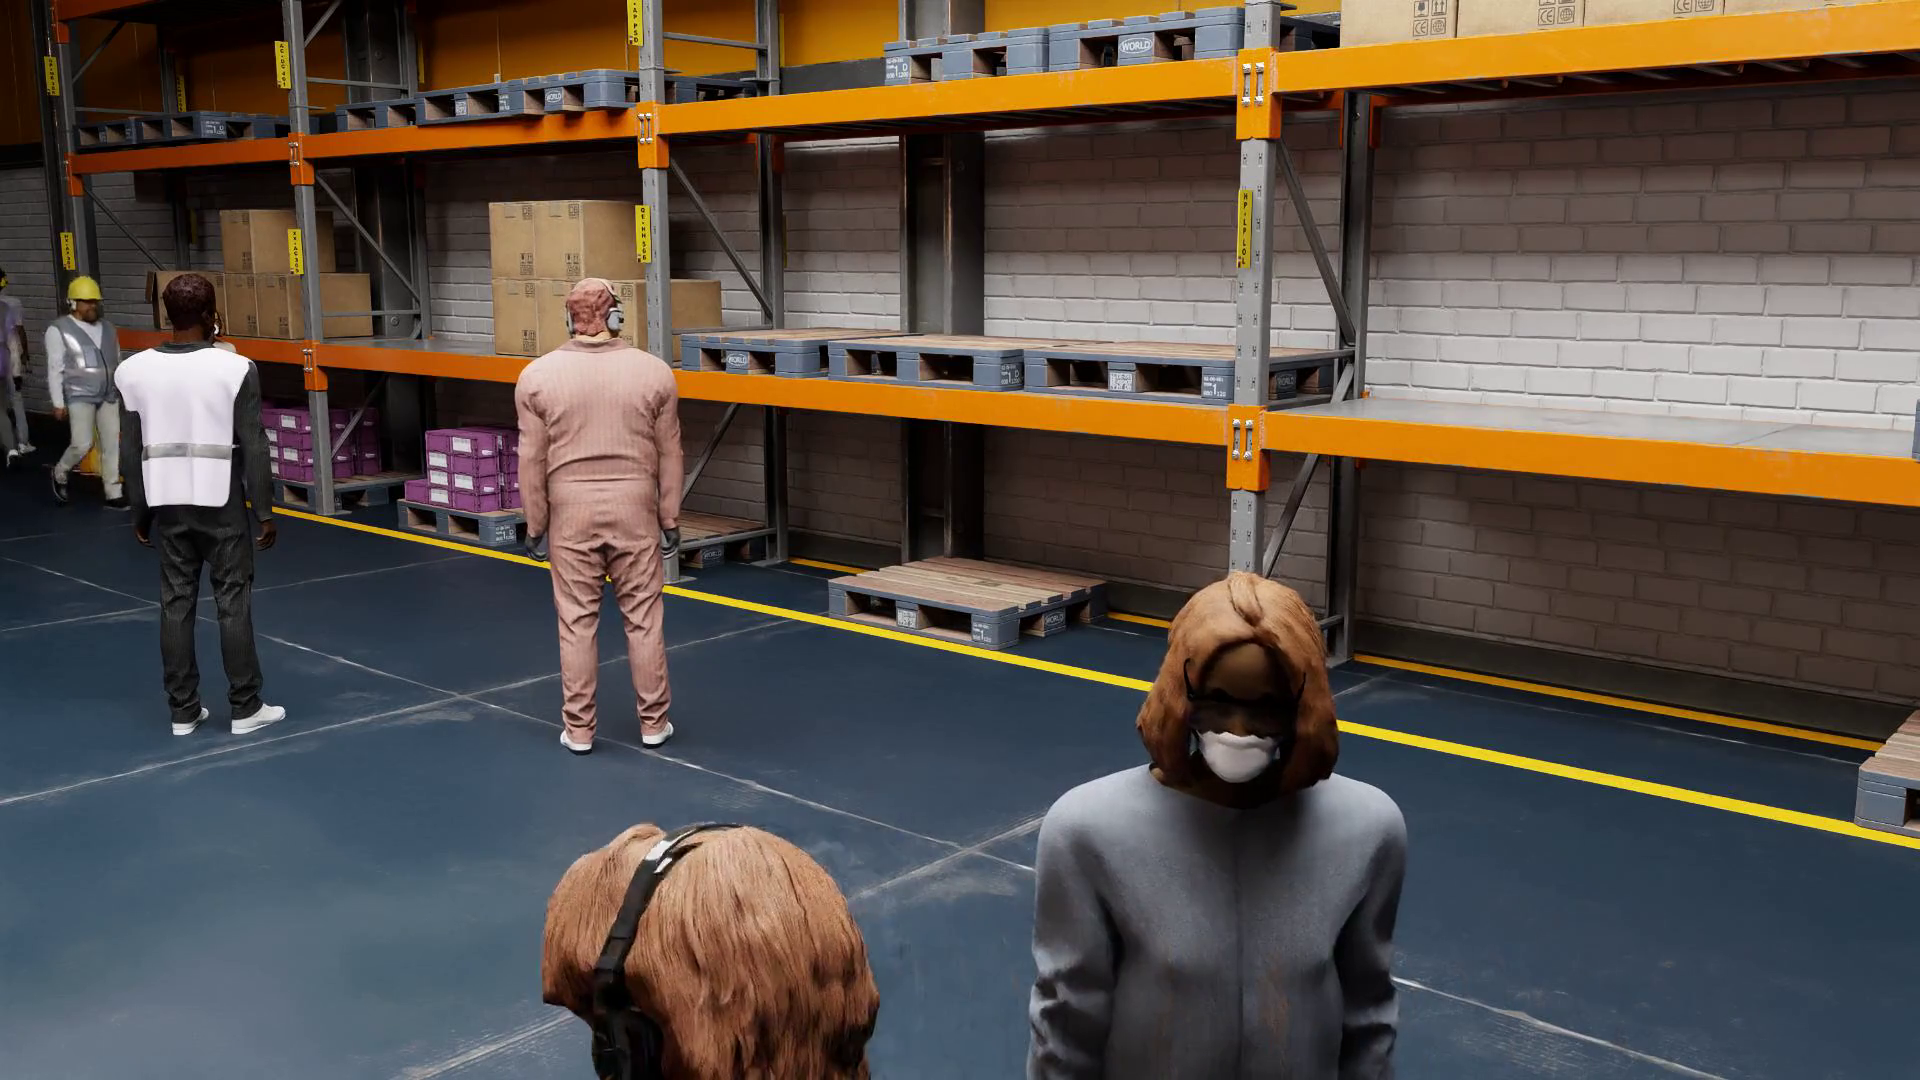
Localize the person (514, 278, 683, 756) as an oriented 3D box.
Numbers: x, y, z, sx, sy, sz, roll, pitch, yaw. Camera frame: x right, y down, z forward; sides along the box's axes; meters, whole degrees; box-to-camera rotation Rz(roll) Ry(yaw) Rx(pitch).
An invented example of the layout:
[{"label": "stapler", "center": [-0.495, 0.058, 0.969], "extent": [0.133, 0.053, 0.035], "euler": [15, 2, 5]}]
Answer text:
[{"label": "person", "center": [-1.435, -0.089, 6.680], "extent": [0.643, 1.905, 0.399], "euler": [-2, 10, -13]}]

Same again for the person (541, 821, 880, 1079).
[{"label": "person", "center": [-0.141, 1.002, 1.227], "extent": [0.371, 1.621, 0.537], "euler": [0, 10, -2]}]

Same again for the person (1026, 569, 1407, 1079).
[{"label": "person", "center": [0.331, 0.840, 2.157], "extent": [0.497, 1.633, 0.279], "euler": [-2, 10, -9]}]

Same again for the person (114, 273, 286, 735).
[{"label": "person", "center": [-3.155, -0.136, 6.903], "extent": [0.595, 1.917, 0.373], "euler": [0, 10, 0]}]

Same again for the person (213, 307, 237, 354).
[{"label": "person", "center": [-5.467, -0.906, 12.124], "extent": [0.277, 1.629, 0.497], "euler": [7, 12, 36]}]

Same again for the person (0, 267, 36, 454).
[{"label": "person", "center": [-9.443, -1.774, 16.370], "extent": [0.538, 1.869, 0.313], "euler": [-4, 11, -20]}]

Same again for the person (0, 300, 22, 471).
[{"label": "person", "center": [-8.696, -1.507, 14.773], "extent": [0.493, 1.901, 0.594], "euler": [7, 12, 36]}]

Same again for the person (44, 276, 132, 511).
[{"label": "person", "center": [-6.733, -1.120, 12.814], "extent": [0.612, 1.816, 0.598], "euler": [5, 11, 27]}]
